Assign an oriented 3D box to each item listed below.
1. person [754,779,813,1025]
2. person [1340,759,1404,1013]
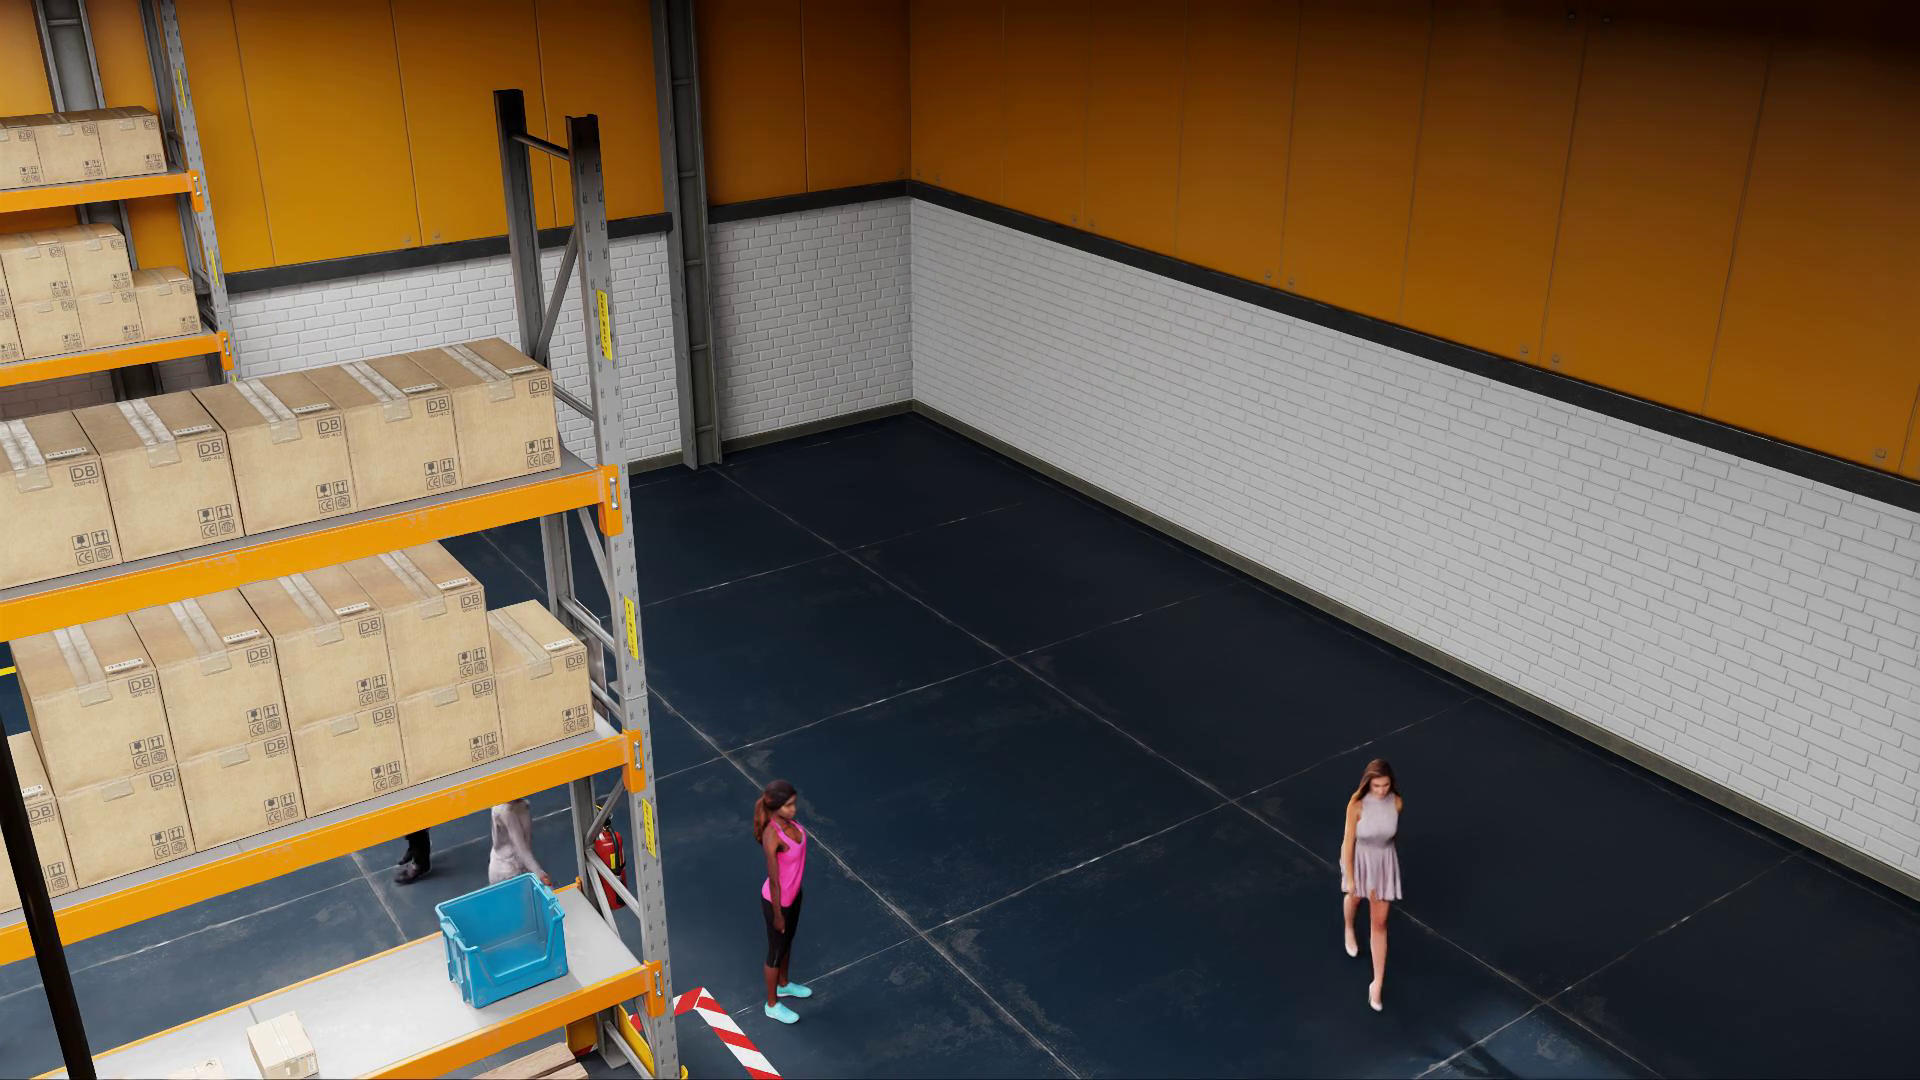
[{"bbox_3d":[-1.147,2.292,10.717,0.723,1.724,0.651,6,24,14],"label":"person"},{"bbox_3d":[2.681,2.155,11.044,1.098,1.714,1.037,0,24,1],"label":"person"}]
